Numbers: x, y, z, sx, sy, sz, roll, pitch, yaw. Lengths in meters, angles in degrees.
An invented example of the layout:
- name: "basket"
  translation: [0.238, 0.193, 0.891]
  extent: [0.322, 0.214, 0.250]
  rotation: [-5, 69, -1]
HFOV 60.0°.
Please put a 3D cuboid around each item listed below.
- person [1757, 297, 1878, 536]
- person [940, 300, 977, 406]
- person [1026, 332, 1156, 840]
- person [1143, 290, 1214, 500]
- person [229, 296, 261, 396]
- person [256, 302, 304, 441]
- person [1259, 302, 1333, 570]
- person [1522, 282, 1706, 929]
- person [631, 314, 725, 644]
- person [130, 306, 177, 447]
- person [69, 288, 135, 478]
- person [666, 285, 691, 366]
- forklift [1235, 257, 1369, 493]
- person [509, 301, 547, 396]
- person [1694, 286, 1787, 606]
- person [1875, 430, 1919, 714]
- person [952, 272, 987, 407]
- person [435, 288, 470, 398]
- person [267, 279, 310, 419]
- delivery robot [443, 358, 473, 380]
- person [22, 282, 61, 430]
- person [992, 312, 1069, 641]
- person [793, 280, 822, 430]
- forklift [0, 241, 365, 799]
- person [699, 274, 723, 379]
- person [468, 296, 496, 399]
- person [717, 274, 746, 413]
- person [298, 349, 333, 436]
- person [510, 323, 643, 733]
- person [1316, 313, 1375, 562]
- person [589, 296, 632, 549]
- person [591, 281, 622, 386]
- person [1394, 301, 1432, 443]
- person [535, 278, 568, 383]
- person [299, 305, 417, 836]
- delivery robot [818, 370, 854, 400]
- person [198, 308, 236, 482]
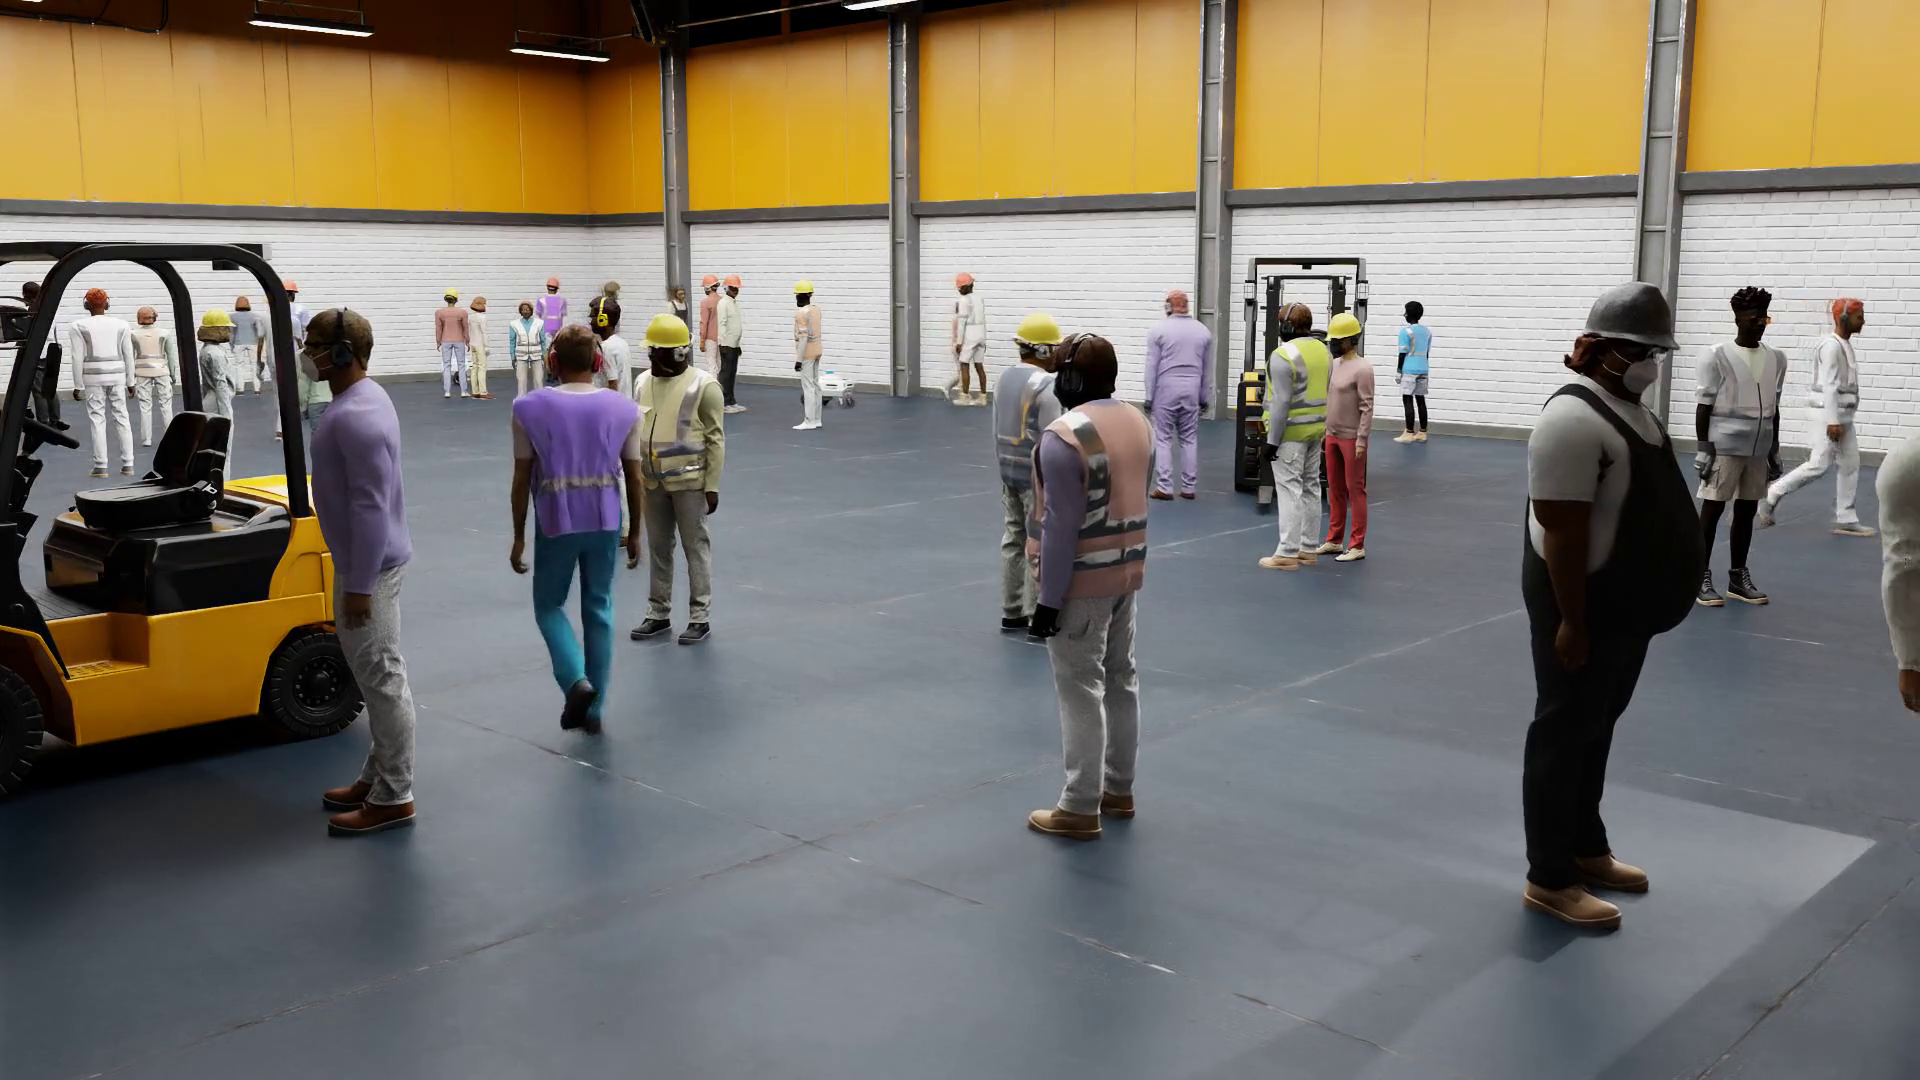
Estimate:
- name: "person"
  translation: [6.748, -0.964, 13.005]
  extent: [0.816, 1.857, 0.582]
  rotation: [9, 13, 43]
- name: "person"
  translation: [-0.005, -2.849, 25.249]
  extent: [0.586, 1.621, 0.538]
  rotation: [3, 10, 15]
- name: "person"
  translation: [0.458, 0.167, 6.099]
  extent: [0.430, 1.843, 0.625]
  rotation: [7, 12, 36]
- name: "person"
  translation: [1.960, -1.294, 14.935]
  extent: [0.668, 1.886, 0.405]
  rotation: [-3, 10, -20]
- name: "person"
  translation: [-11.707, -3.172, 27.245]
  extent: [0.504, 1.626, 0.283]
  rotation: [-4, 10, -21]
- name: "person"
  translation: [-8.241, -2.128, 20.226]
  extent: [0.550, 1.826, 0.964]
  rotation: [-1, 9, -7]
- name: "person"
  translation: [2.298, -0.712, 11.486]
  extent: [0.430, 1.844, 0.624]
  rotation: [9, 13, 44]
- name: "person"
  translation: [2.099, 0.190, 5.349]
  extent: [0.536, 2.000, 0.678]
  rotation: [7, 12, 37]
- name: "person"
  translation: [-1.589, -0.334, 9.221]
  extent: [0.587, 1.826, 0.404]
  rotation: [5, 10, 26]
- name: "person"
  translation: [-9.413, -1.899, 19.389]
  extent: [0.512, 1.639, 0.311]
  rotation: [-4, 10, -22]
- name: "person"
  translation: [-8.528, -1.562, 16.568]
  extent: [0.585, 1.882, 0.337]
  rotation: [-9, 13, -44]
- name: "person"
  translation: [-5.036, -3.610, 29.429]
  extent: [0.946, 1.799, 0.564]
  rotation: [8, 12, 42]
- name: "forklift"
  translation: [3.309, -1.629, 16.029]
  extent: [1.214, 2.155, 2.313]
  rotation: [2, 9, 11]
- name: "person"
  translation: [-6.007, -2.512, 23.175]
  extent: [0.509, 1.631, 0.310]
  rotation: [-2, 10, -13]
- name: "person"
  translation: [4.806, -0.574, 10.260]
  extent: [0.602, 1.966, 0.368]
  rotation: [-2, 9, -13]
- name: "person"
  translation: [3.100, 0.322, 4.997]
  extent: [0.704, 1.895, 0.511]
  rotation: [3, 10, 18]
- name: "person"
  translation: [0.140, -3.001, 24.998]
  extent: [0.494, 2.024, 0.686]
  rotation: [6, 11, 32]
- name: "person"
  translation: [-8.159, -3.167, 26.773]
  extent: [0.535, 1.767, 0.315]
  rotation: [-2, 9, -10]
- name: "person"
  translation: [-9.199, -2.612, 22.852]
  extent: [0.548, 1.934, 0.375]
  rotation: [-1, 9, -8]
- name: "delivery robot"
  translation: [-8.890, -3.077, 29.636]
  extent: [0.707, 0.478, 0.477]
  rotation: [7, 12, 38]
- name: "person"
  translation: [-11.436, -2.247, 20.684]
  extent: [0.400, 1.915, 0.600]
  rotation: [1, 9, 7]
- name: "person"
  translation: [0.422, -0.354, 9.321]
  extent: [0.404, 1.829, 0.600]
  rotation: [-5, 11, -30]
- name: "person"
  translation: [-1.978, -2.383, 21.464]
  extent: [0.373, 1.928, 0.584]
  rotation: [3, 10, 17]
- name: "forklift"
  translation: [-3.706, -0.171, 7.093]
  extent: [1.214, 2.155, 2.313]
  rotation: [9, 13, 43]
- name: "person"
  translation: [-3.830, -3.119, 25.805]
  extent: [0.407, 1.987, 0.614]
  rotation: [5, 11, 30]
- name: "person"
  translation: [-7.641, -3.055, 26.488]
  extent: [0.285, 1.631, 0.501]
  rotation: [-9, 13, -43]
- name: "person"
  translation: [-3.303, -2.832, 24.023]
  extent: [0.392, 1.991, 0.612]
  rotation: [2, 10, 14]
- name: "person"
  translation: [-5.867, -1.244, 15.434]
  extent: [0.528, 1.625, 0.276]
  rotation: [-2, 10, -14]
- name: "person"
  translation: [-1.686, -0.035, 7.351]
  extent: [0.594, 1.829, 0.452]
  rotation: [-4, 10, -24]
- name: "person"
  translation: [2.726, -0.727, 11.836]
  extent: [0.322, 1.761, 0.522]
  rotation: [-4, 10, -22]
- name: "person"
  translation: [-2.580, -0.863, 12.332]
  extent: [0.309, 1.868, 0.535]
  rotation: [0, 9, 0]
- name: "person"
  translation: [-5.015, -2.675, 23.333]
  extent: [0.754, 1.917, 0.632]
  rotation: [-3, 10, -17]
- name: "person"
  translation: [5.406, -1.998, 19.832]
  extent: [0.534, 1.692, 0.320]
  rotation: [-7, 11, -36]
- name: "person"
  translation: [-7.466, -3.823, 30.349]
  extent: [0.580, 1.901, 0.590]
  rotation: [-4, 10, -21]
- name: "person"
  translation: [-2.212, 0.112, 6.139]
  extent: [0.373, 1.941, 0.627]
  rotation: [-3, 10, -19]
- name: "delivery robot"
  translation: [-1.955, -2.299, 24.862]
  extent: [0.707, 0.478, 0.477]
  rotation: [4, 10, 22]
- name: "person"
  translation: [-6.181, -1.061, 13.926]
  extent: [0.309, 1.743, 0.494]
  rotation: [-6, 11, -35]
